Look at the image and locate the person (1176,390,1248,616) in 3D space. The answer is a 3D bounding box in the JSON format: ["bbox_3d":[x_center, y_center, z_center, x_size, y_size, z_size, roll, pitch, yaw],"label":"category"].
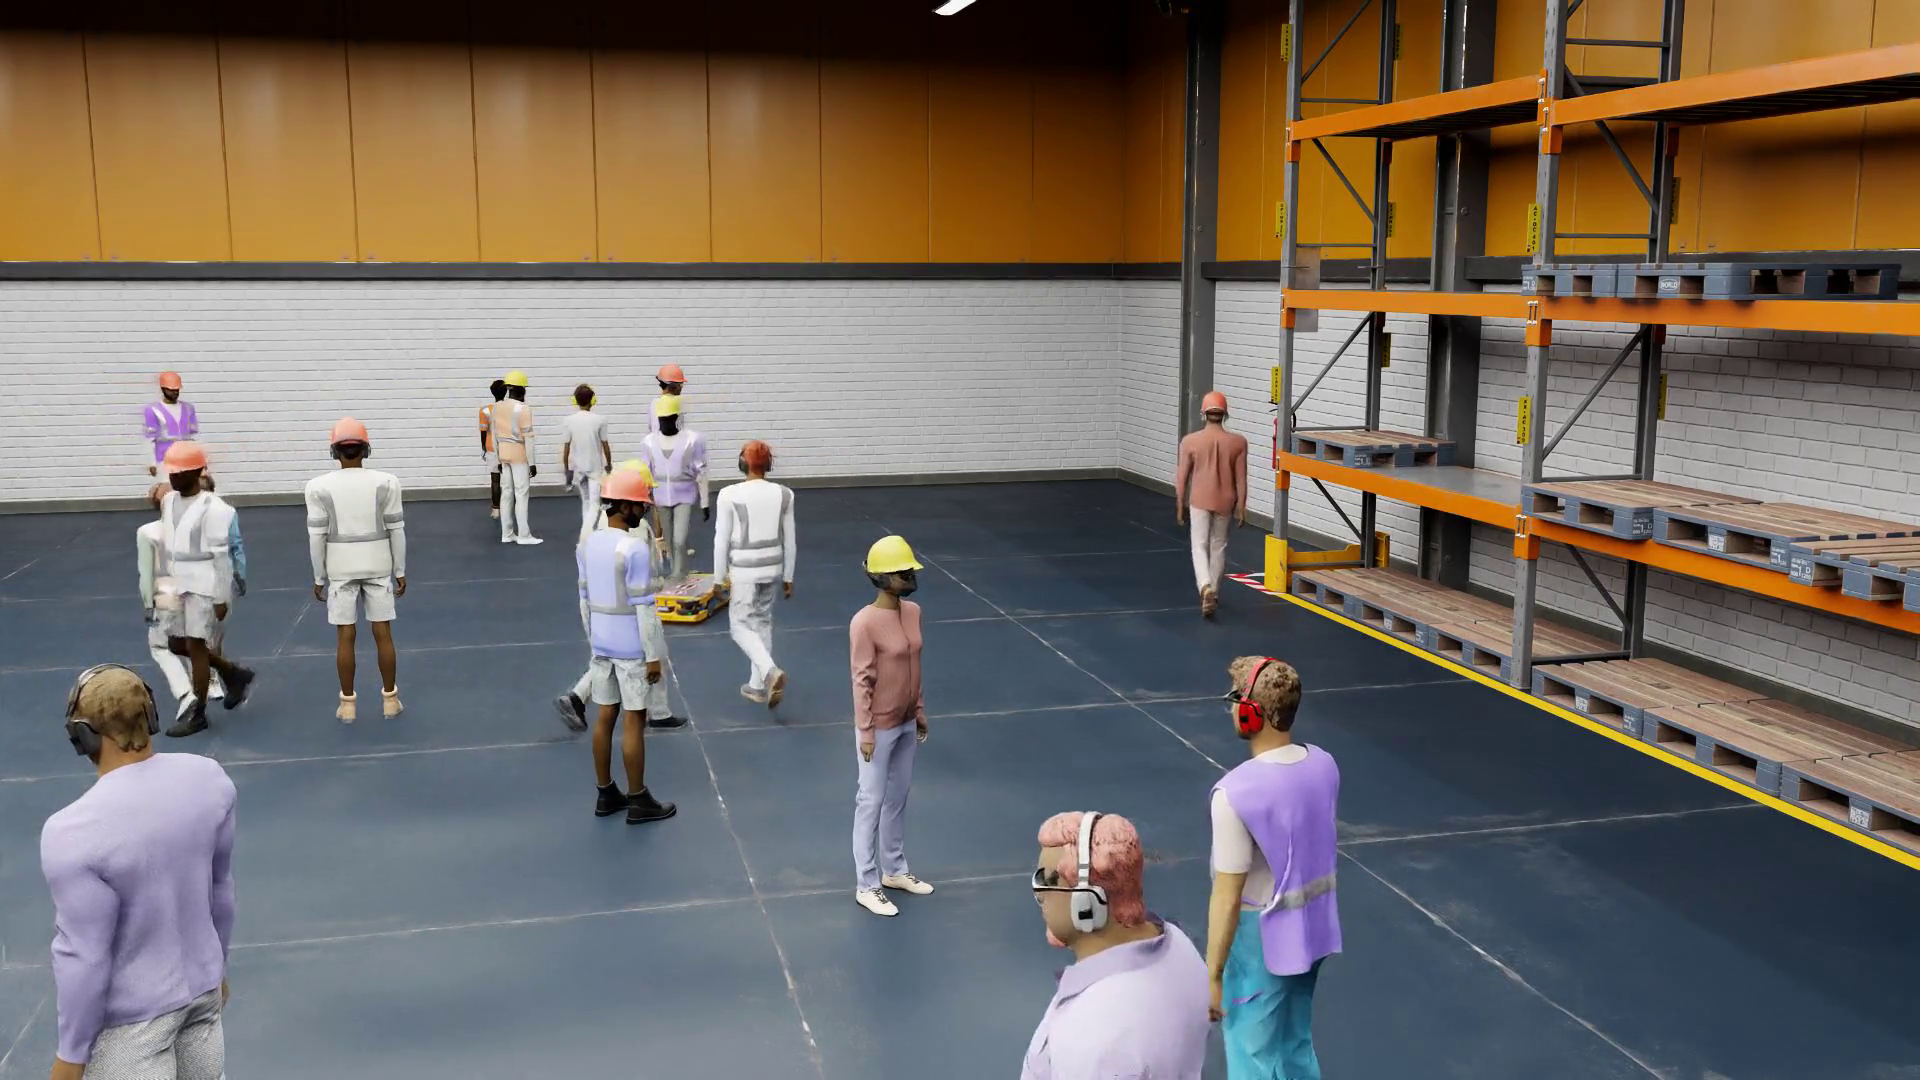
[{"bbox_3d":[2.209,-0.320,14.554,0.622,1.970,0.859,0,9,0],"label":"person"}]

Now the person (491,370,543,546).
[{"bbox_3d":[-4.875,-0.902,18.313,0.594,1.922,0.385,6,11,33],"label":"person"}]

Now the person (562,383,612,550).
[{"bbox_3d":[-3.934,-0.725,17.486,0.505,1.844,0.897,2,9,10],"label":"person"}]

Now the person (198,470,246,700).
[{"bbox_3d":[-5.397,0.284,11.895,0.531,1.607,0.805,-7,11,-35],"label":"person"}]

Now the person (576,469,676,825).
[{"bbox_3d":[-1.823,0.576,9.068,0.542,1.931,0.375,7,12,39],"label":"person"}]

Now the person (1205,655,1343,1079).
[{"bbox_3d":[0.958,1.266,5.064,0.385,1.839,0.564,8,12,42],"label":"person"}]

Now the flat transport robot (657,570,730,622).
[{"bbox_3d":[-2.408,0.489,14.772,0.652,0.197,1.431,2,9,12],"label":"flat transport robot"}]

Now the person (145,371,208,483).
[{"bbox_3d":[-8.578,-0.894,18.289,0.629,1.918,0.558,6,11,33],"label":"person"}]

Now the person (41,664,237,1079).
[{"bbox_3d":[-2.250,1.290,4.605,0.370,1.934,0.627,3,9,16],"label":"person"}]

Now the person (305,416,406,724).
[{"bbox_3d":[-4.000,0.201,11.062,0.608,2.044,0.371,-4,10,-22],"label":"person"}]

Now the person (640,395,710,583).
[{"bbox_3d":[-2.602,-0.338,14.852,0.623,1.892,0.841,2,9,11],"label":"person"}]

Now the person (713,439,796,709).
[{"bbox_3d":[-1.366,0.243,11.366,0.582,1.862,0.734,-6,11,-34],"label":"person"}]

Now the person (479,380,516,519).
[{"bbox_3d":[-5.575,-1.101,20.261,0.532,1.697,0.322,-3,10,-18],"label":"person"}]

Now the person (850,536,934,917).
[{"bbox_3d":[-0.319,0.857,7.822,0.312,1.771,0.527,5,11,30],"label":"person"}]

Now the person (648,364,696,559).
[{"bbox_3d":[-3.031,-0.831,17.501,0.392,2.041,0.615,-7,12,-38],"label":"person"}]

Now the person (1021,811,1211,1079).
[{"bbox_3d":[0.387,1.495,3.526,0.786,1.877,0.645,4,10,23],"label":"person"}]

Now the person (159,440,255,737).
[{"bbox_3d":[-4.954,0.293,10.865,0.575,1.918,0.641,5,10,28],"label":"person"}]

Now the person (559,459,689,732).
[{"bbox_3d":[-2.171,0.378,10.688,0.762,1.807,0.598,-6,11,-34],"label":"person"}]

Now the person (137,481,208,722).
[{"bbox_3d":[-5.128,0.422,10.968,0.398,1.621,0.526,7,12,39],"label":"person"}]
